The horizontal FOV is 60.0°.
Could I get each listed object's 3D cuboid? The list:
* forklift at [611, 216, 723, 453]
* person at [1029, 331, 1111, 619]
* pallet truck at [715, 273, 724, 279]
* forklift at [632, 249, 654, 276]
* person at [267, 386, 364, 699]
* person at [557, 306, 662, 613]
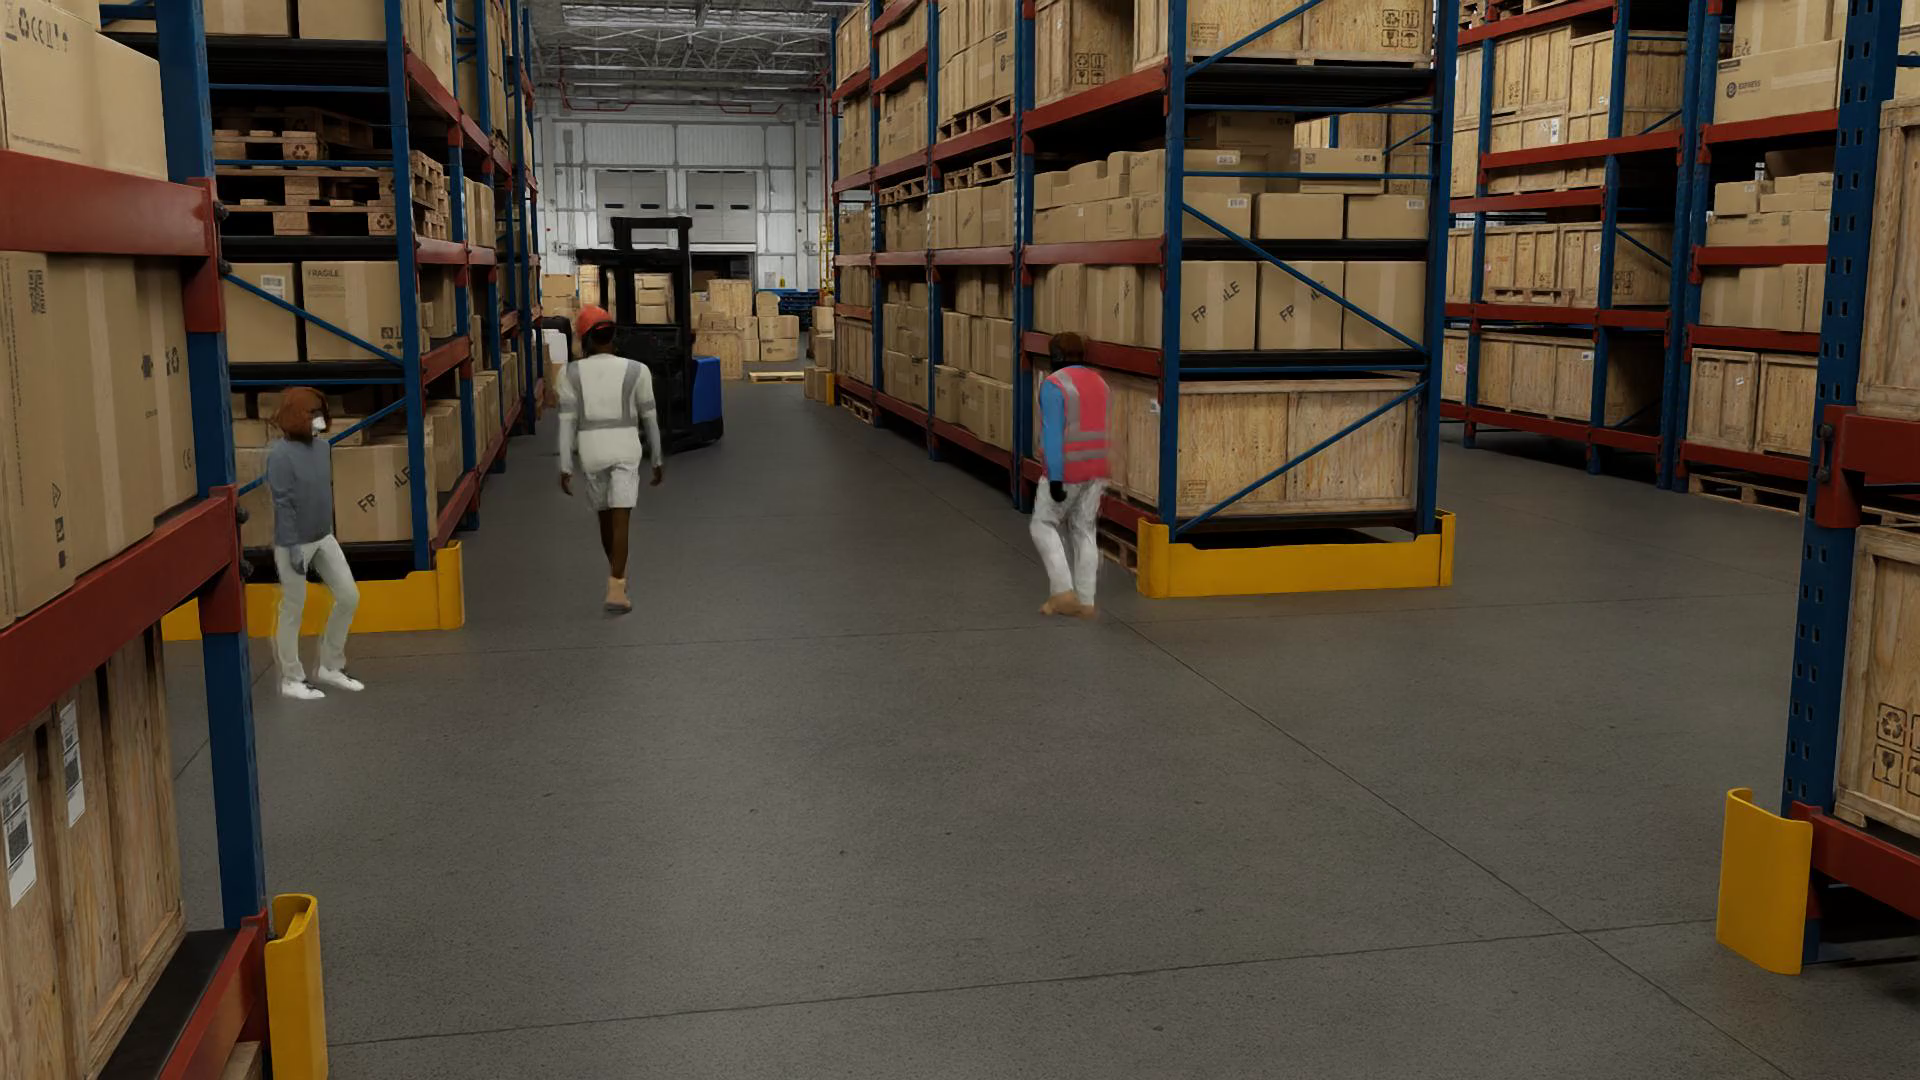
[{"bbox_3d":[-3.724,-2.544,20.329,1.129,2.768,1.873,2,10,13],"label":"forklift"},{"bbox_3d":[0.711,-0.402,10.513,0.458,1.816,0.649,9,13,44],"label":"person"},{"bbox_3d":[-8.580,-8.986,62.280,1.885,1.965,0.823,1,9,5],"label":"pallet truck"},{"bbox_3d":[-10.887,-8.534,56.844,1.129,2.768,1.873,-7,12,-38],"label":"forklift"},{"bbox_3d":[-3.301,0.029,8.488,0.501,1.618,0.499,3,10,18],"label":"person"},{"bbox_3d":[-2.298,-0.536,10.896,0.630,1.971,1.101,0,9,-2],"label":"person"}]
